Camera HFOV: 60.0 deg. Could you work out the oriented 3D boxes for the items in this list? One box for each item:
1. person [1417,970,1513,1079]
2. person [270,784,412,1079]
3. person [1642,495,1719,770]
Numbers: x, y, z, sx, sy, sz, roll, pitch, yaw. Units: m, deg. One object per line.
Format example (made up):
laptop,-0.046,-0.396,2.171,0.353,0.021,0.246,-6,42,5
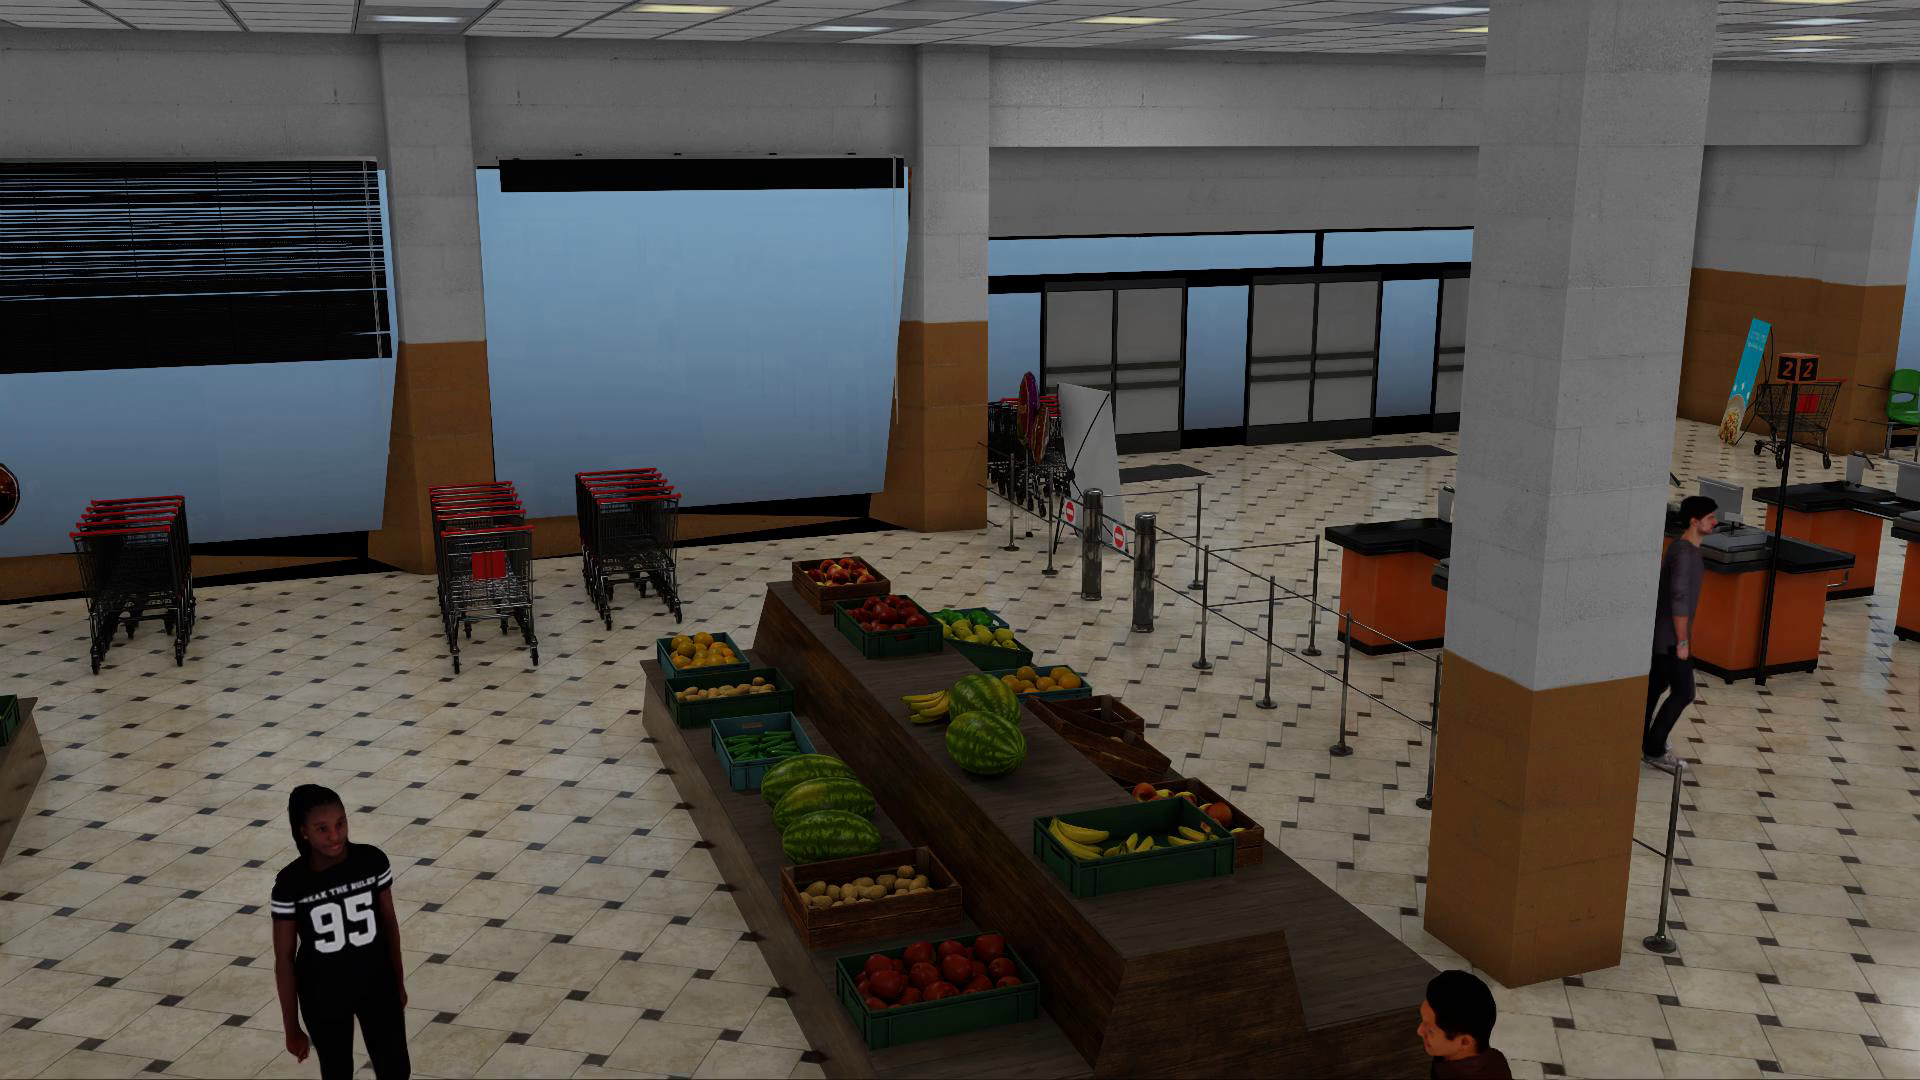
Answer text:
person,1.560,2.122,4.923,0.846,1.755,0.795,9,16,32
person,-2.420,1.758,6.503,0.723,1.717,0.747,-9,16,-32
person,4.694,0.595,11.041,0.851,1.839,0.783,5,14,18
